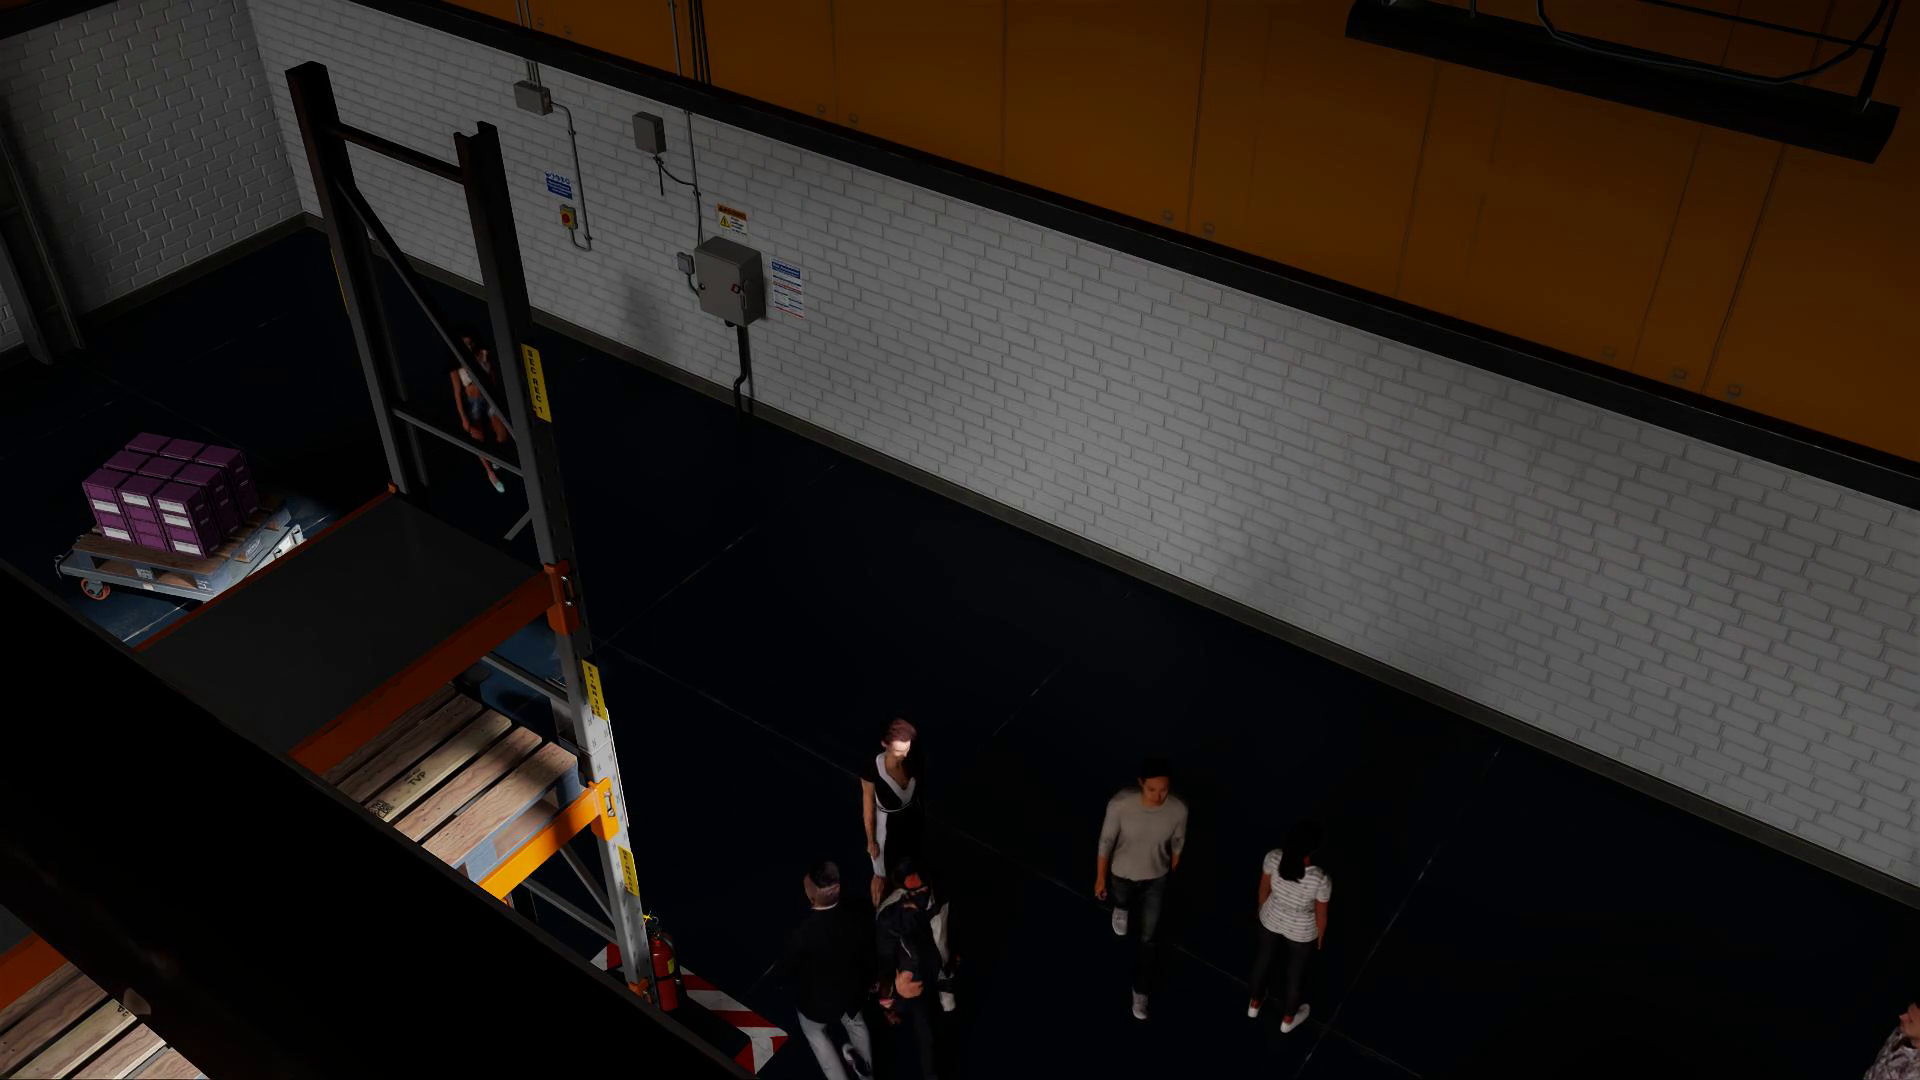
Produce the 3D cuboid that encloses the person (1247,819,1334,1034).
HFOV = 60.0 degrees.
[{"bbox_3d":[1.878,2.189,9.494,0.562,1.645,0.504,23,44,26],"label":"person"}]

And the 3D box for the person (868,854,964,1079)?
[{"bbox_3d":[-0.274,2.318,9.155,0.795,1.866,0.919,28,47,31],"label":"person"}]

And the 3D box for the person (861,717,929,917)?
[{"bbox_3d":[-0.386,1.732,9.945,0.523,1.797,0.693,-26,45,-29],"label":"person"}]

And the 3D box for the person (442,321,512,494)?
[{"bbox_3d":[-3.970,-1.116,13.657,0.694,1.614,0.609,32,48,33],"label":"person"}]

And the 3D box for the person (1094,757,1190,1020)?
[{"bbox_3d":[1.038,1.859,9.808,1.033,1.767,1.249,3,39,4],"label":"person"}]

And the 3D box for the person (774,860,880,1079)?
[{"bbox_3d":[-0.658,2.449,8.932,0.939,1.940,0.971,-17,42,-20],"label":"person"}]
